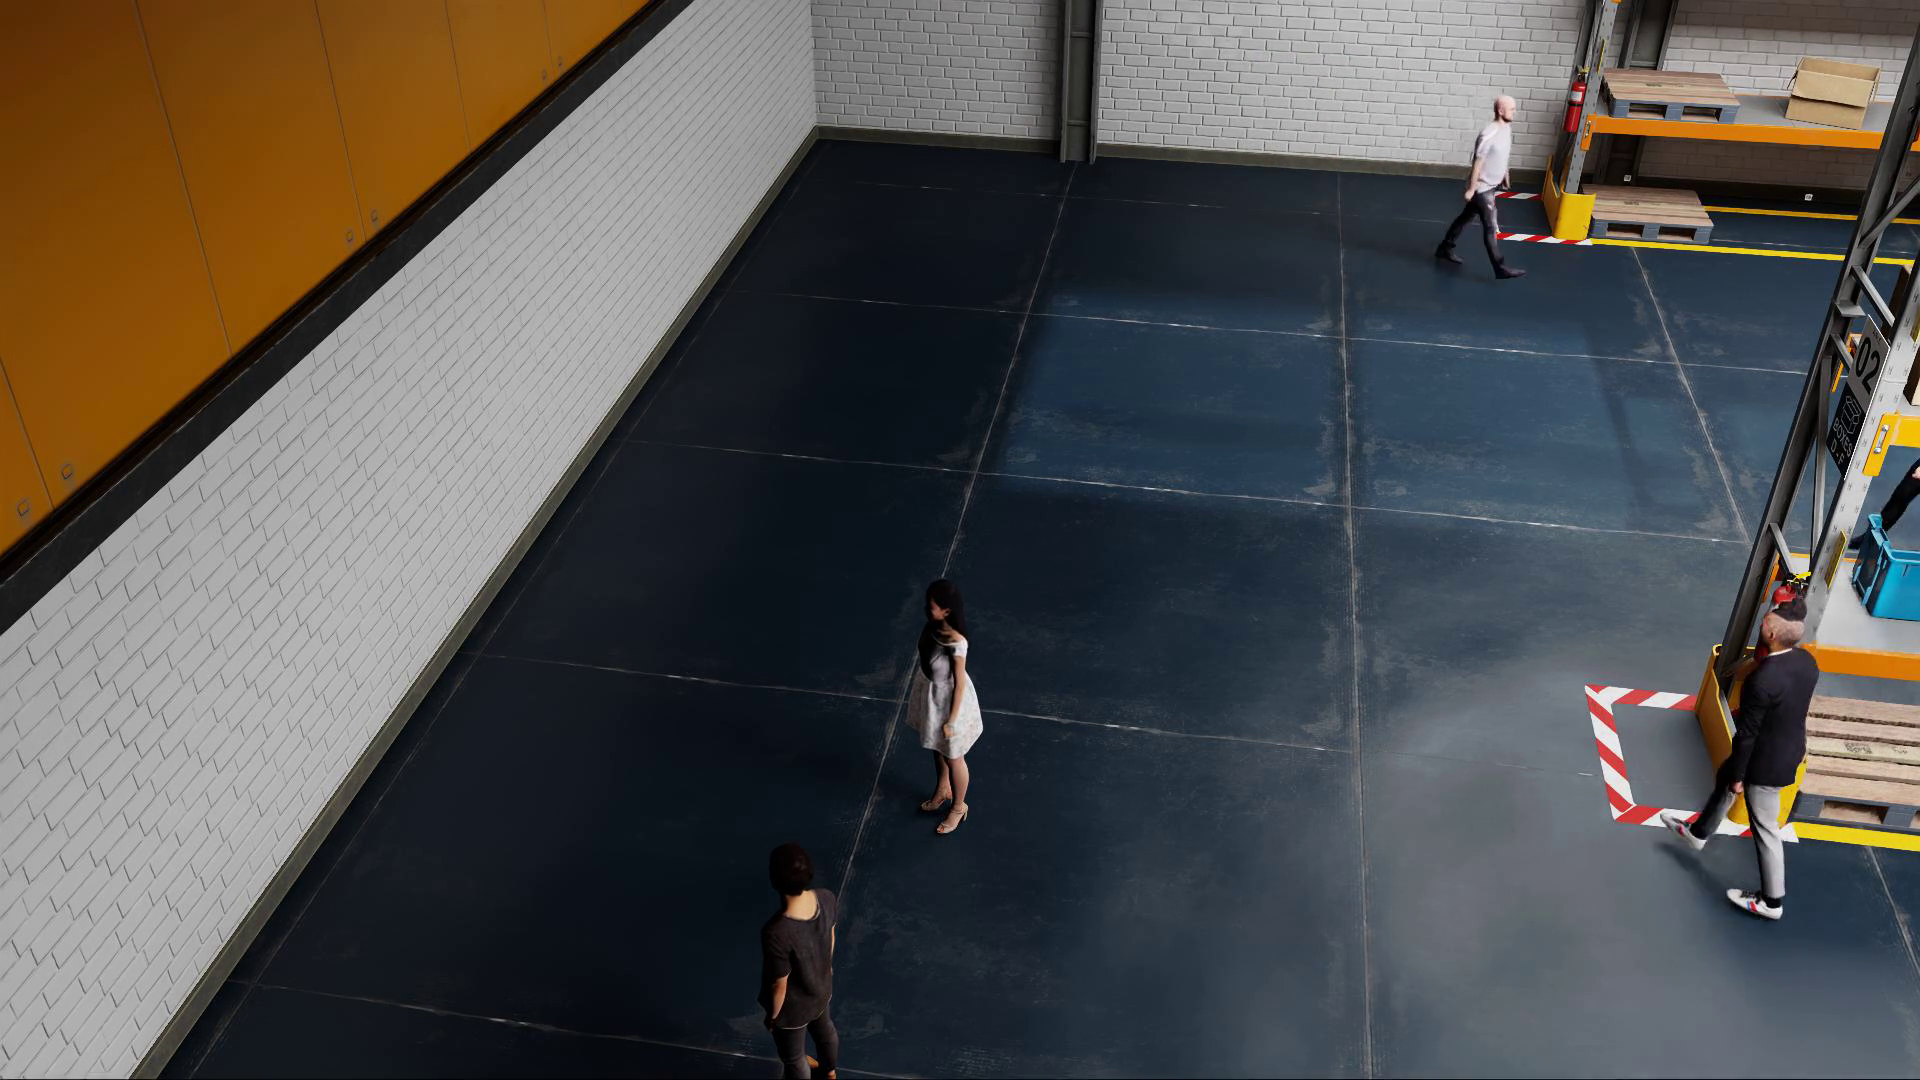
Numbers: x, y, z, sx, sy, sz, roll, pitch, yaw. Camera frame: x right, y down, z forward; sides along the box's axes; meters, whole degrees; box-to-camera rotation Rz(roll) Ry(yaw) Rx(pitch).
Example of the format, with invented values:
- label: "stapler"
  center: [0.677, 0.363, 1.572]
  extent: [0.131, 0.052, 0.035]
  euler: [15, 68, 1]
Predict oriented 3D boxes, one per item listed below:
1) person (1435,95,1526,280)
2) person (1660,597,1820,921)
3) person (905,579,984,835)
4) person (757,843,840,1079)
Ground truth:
- label: "person"
  center: [5.081, -3.487, 16.390]
  extent: [1.309, 1.776, 1.041]
  euler: [22, 40, 30]
- label: "person"
  center: [4.546, 1.229, 9.197]
  extent: [1.140, 1.884, 1.221]
  euler: [-26, 42, -34]
- label: "person"
  center: [-0.093, 0.963, 9.696]
  extent: [0.807, 1.776, 0.770]
  euler: [-13, 36, -19]
- label: "person"
  center: [-0.766, 2.133, 7.988]
  extent: [0.704, 1.717, 0.705]
  euler: [23, 40, 30]
